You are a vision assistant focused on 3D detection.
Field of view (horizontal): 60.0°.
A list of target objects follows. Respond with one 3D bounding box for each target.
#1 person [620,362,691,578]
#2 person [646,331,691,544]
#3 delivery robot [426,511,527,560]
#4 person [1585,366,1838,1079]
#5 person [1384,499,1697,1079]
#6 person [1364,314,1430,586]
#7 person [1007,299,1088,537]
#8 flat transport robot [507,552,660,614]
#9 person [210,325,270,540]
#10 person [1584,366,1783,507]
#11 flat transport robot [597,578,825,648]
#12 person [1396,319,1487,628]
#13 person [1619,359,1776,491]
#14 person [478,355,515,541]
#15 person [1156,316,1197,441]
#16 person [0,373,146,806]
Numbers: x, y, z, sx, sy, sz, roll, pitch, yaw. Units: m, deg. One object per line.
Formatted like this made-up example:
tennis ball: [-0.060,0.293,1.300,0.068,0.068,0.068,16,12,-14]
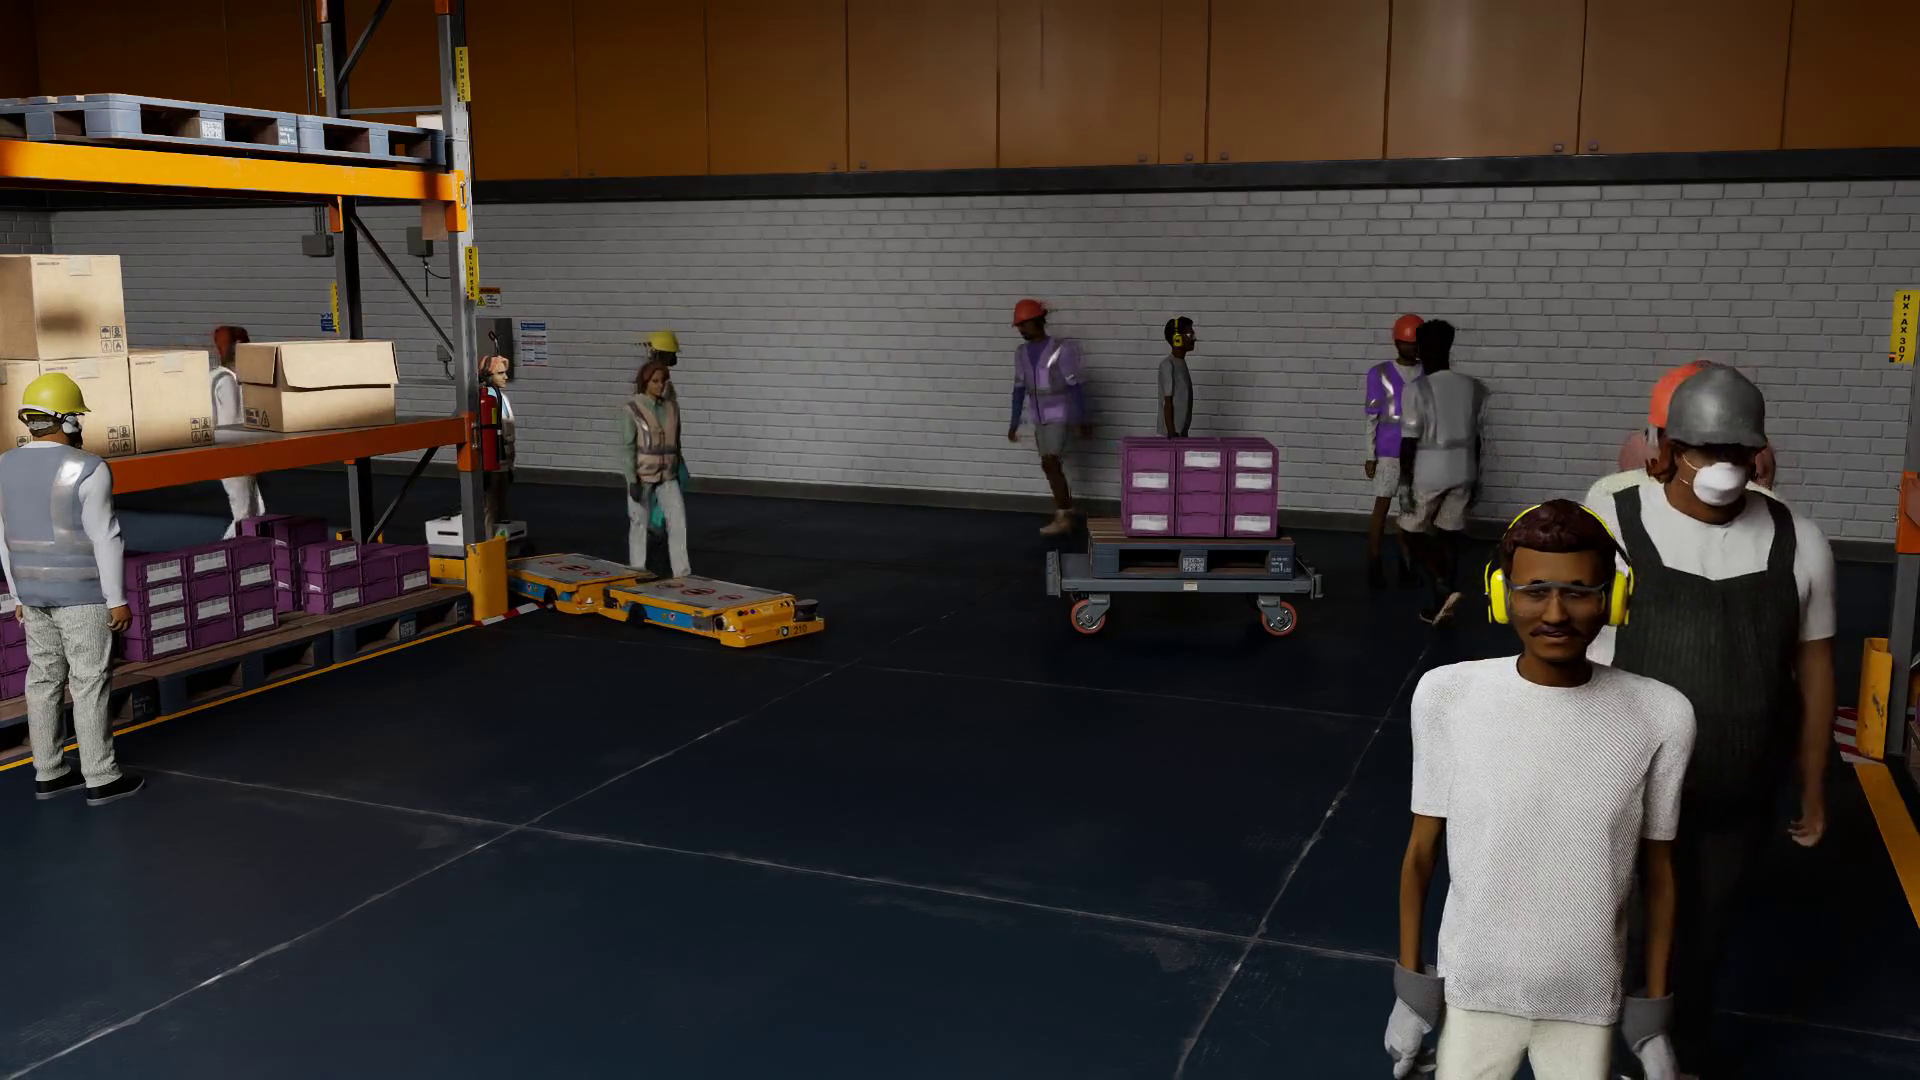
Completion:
person: [-2.028,-0.395,11.314,0.676,1.614,0.534,8,13,42]
person: [-2.416,-0.818,13.486,0.396,1.749,0.531,-6,11,-30]
delivery robot: [-3.513,-0.037,12.074,0.707,0.478,0.477,3,10,20]
person: [1.871,0.567,4.203,0.705,2.000,0.682,1,9,6]
person: [1.036,0.849,3.015,0.511,1.872,0.329,2,10,14]
person: [3.134,-0.625,11.752,0.551,1.932,0.378,-1,9,-8]
person: [0.737,-1.020,13.977,0.651,1.985,0.644,-8,12,-41]
flat transport robot: [-2.674,0.274,11.332,0.652,0.197,1.431,-9,13,-42]
person: [-4.891,-0.518,11.291,0.440,1.876,0.610,-5,10,-26]
person: [2.233,0.443,5.218,0.652,1.946,0.981,5,10,26]
flat transport robot: [-1.576,0.426,10.409,1.431,0.197,0.652,8,13,41]
person: [3.004,-0.388,10.293,0.640,1.945,0.515,-3,10,-16]
person: [3.196,0.150,7.280,0.661,1.878,0.849,3,10,17]
person: [-3.317,-0.492,11.833,0.314,1.640,0.516,1,9,6]
person: [1.714,-0.809,13.048,0.328,1.877,0.513,3,10,18]
person: [-3.765,0.212,7.027,0.589,1.827,0.403,3,10,17]
